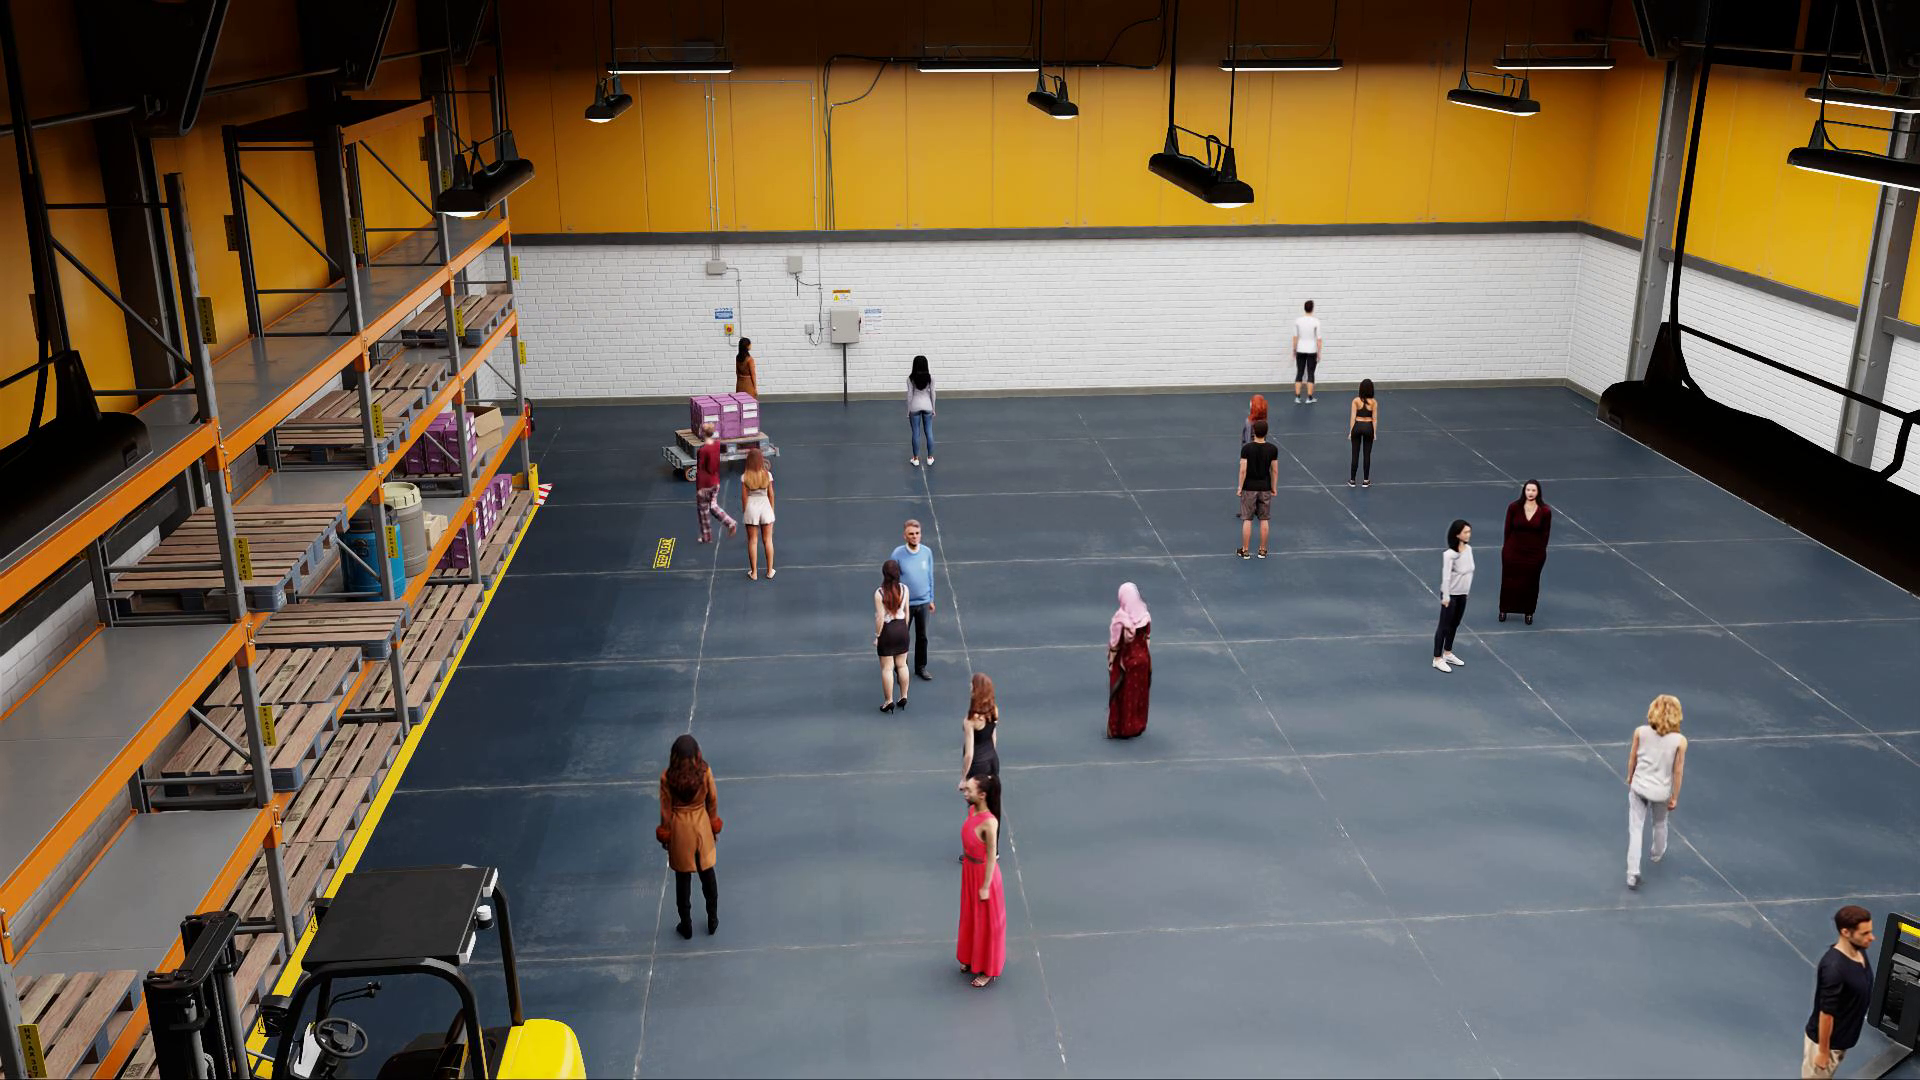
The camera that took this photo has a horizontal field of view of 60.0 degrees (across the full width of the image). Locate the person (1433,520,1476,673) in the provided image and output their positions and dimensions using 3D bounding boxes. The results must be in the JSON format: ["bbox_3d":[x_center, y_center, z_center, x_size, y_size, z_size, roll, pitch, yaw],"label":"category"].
[{"bbox_3d":[5.418,0.585,18.238,0.698,1.700,0.733,-16,24,-40],"label":"person"}]

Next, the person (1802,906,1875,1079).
[{"bbox_3d":[5.476,3.117,10.471,0.746,1.858,0.706,17,25,41],"label":"person"}]

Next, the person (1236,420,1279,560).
[{"bbox_3d":[3.872,-0.670,21.711,0.680,1.862,0.566,-1,19,-3],"label":"person"}]

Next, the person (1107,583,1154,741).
[{"bbox_3d":[1.692,1.196,16.523,0.742,1.635,0.719,-9,20,-24],"label":"person"}]

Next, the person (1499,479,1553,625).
[{"bbox_3d":[6.623,0.126,19.510,0.755,1.757,0.753,7,20,20],"label":"person"}]

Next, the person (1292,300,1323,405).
[{"bbox_3d":[6.199,-3.372,29.750,0.755,1.851,0.744,9,20,24],"label":"person"}]

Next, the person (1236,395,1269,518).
[{"bbox_3d":[4.126,-1.176,23.342,0.651,1.780,0.679,-15,24,-38],"label":"person"}]

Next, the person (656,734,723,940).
[{"bbox_3d":[-2.117,2.316,13.067,0.725,1.720,0.665,-6,19,-17],"label":"person"}]

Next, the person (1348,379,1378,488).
[{"bbox_3d":[6.015,-1.607,24.835,0.602,1.644,0.571,4,19,10],"label":"person"}]

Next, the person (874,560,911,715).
[{"bbox_3d":[-0.696,0.988,17.121,0.636,1.649,0.650,-12,22,-32],"label":"person"}]

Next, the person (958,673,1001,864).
[{"bbox_3d":[0.192,1.945,14.124,0.719,1.748,0.654,14,23,36],"label":"person"}]

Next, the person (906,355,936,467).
[{"bbox_3d":[-0.611,-2.029,25.946,0.614,1.734,0.540,-3,19,-10],"label":"person"}]

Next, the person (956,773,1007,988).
[{"bbox_3d":[0.157,2.525,12.436,0.739,1.727,0.603,-7,20,-20],"label":"person"}]

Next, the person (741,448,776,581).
[{"bbox_3d":[-2.547,-0.336,20.977,0.583,1.696,0.573,-3,19,-10],"label":"person"}]

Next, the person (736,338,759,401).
[{"bbox_3d":[-3.526,-2.505,27.430,0.638,1.689,0.701,15,24,38],"label":"person"}]

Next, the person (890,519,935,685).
[{"bbox_3d":[-0.516,0.635,17.902,0.715,1.820,0.672,-7,20,-21],"label":"person"}]

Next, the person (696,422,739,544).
[{"bbox_3d":[-3.287,-0.743,22.203,0.895,1.686,0.871,8,20,22],"label":"person"}]

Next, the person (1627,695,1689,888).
[{"bbox_3d":[5.722,2.106,13.830,0.945,1.630,1.089,10,21,28],"label":"person"}]
